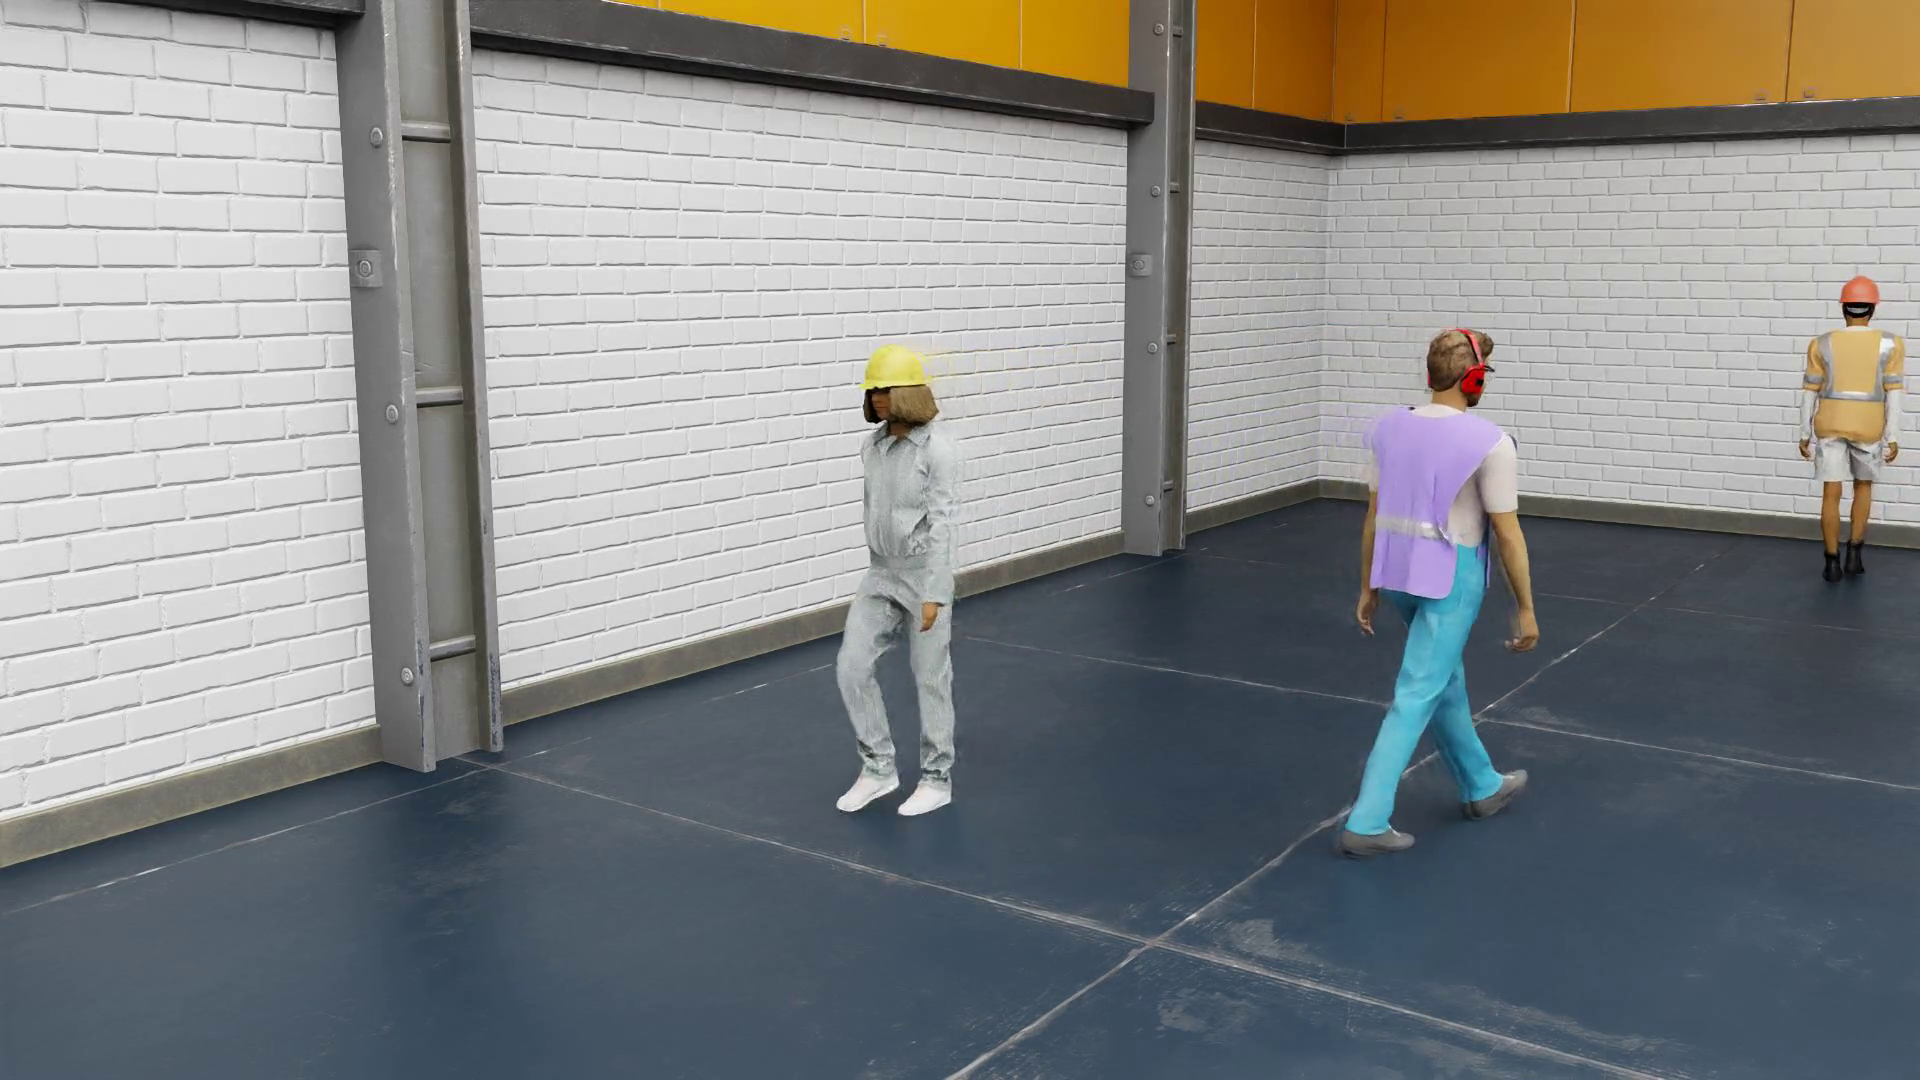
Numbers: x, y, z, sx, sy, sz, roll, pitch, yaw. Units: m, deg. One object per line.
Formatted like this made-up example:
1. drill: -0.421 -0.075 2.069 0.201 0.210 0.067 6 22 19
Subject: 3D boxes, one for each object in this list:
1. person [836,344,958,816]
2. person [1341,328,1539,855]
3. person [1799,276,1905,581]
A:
1. person: -0.221 0.168 5.986 0.491 1.726 0.540 8 13 40
2. person: 1.699 0.173 5.745 0.985 1.788 0.591 -5 11 -29
3. person: 5.667 -0.710 10.614 0.571 1.919 0.649 5 11 26
